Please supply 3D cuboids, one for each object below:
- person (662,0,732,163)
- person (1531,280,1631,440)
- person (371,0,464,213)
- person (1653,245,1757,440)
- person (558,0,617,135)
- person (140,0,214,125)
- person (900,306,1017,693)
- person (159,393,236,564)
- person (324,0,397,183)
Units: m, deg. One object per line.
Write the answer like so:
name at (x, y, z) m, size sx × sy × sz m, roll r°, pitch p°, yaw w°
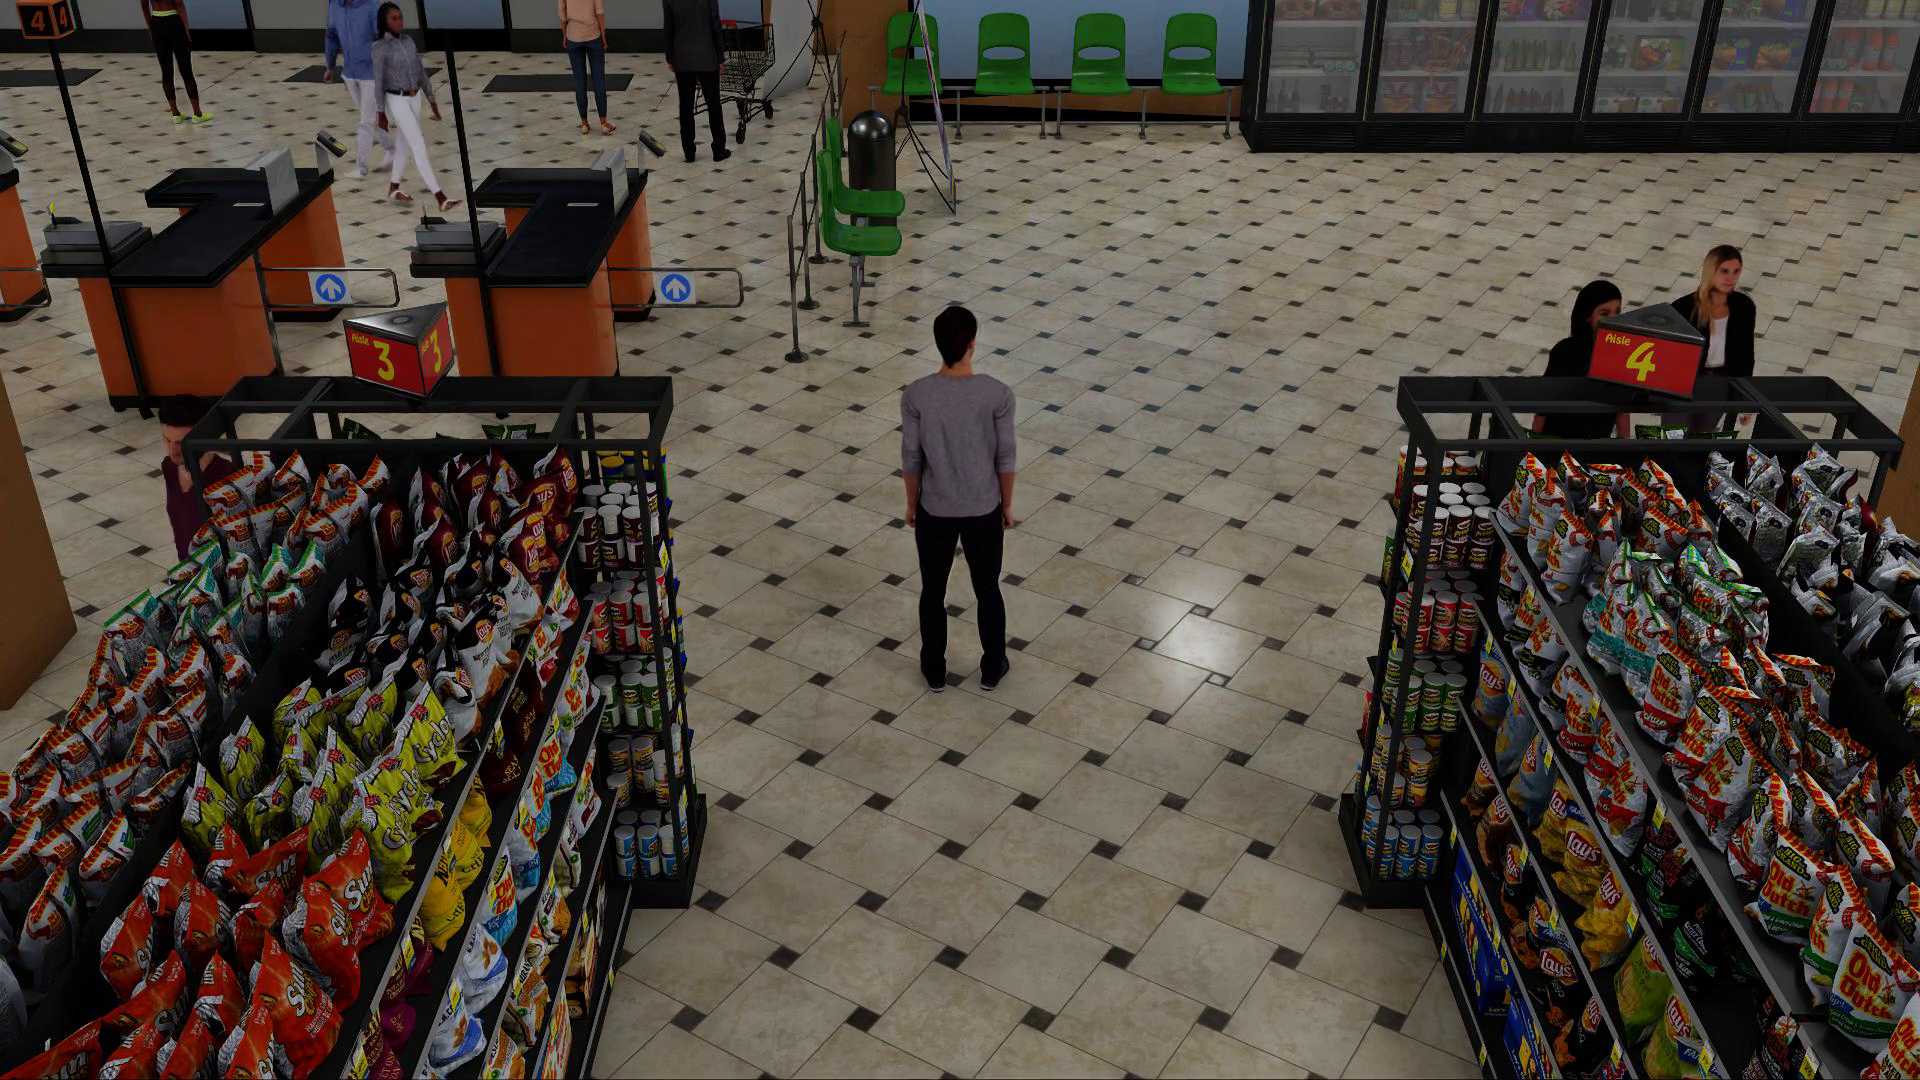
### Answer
person at (-2.407, -4.389, 15.167) m, size 0.699 × 1.841 × 0.584 m, roll 1°, pitch 29°, yaw 2°
person at (2.965, -0.490, 8.222) m, size 0.890 × 1.652 × 1.199 m, roll -13°, pitch 31°, yaw -22°
person at (-4.680, -3.579, 13.861) m, size 1.075 × 1.670 × 1.180 m, roll 16°, pitch 32°, yaw 26°
person at (3.816, -0.748, 8.698) m, size 0.613 × 1.649 × 0.878 m, roll -1°, pitch 29°, yaw -1°
person at (-3.621, -4.831, 16.026) m, size 0.583 × 1.792 × 0.517 m, roll 1°, pitch 29°, yaw 2°
person at (-7.792, -4.997, 16.371) m, size 0.559 × 1.753 × 0.495 m, roll 1°, pitch 29°, yaw 2°
person at (-0.005, -0.153, 7.407) m, size 0.653 × 1.841 × 0.524 m, roll 1°, pitch 29°, yaw 2°
person at (-2.895, 0.206, 6.779) m, size 1.072 × 1.812 × 1.217 m, roll 23°, pitch 36°, yaw 35°
person at (-5.230, -4.134, 14.701) m, size 0.920 × 1.839 × 1.256 m, roll 9°, pitch 30°, yaw 16°
